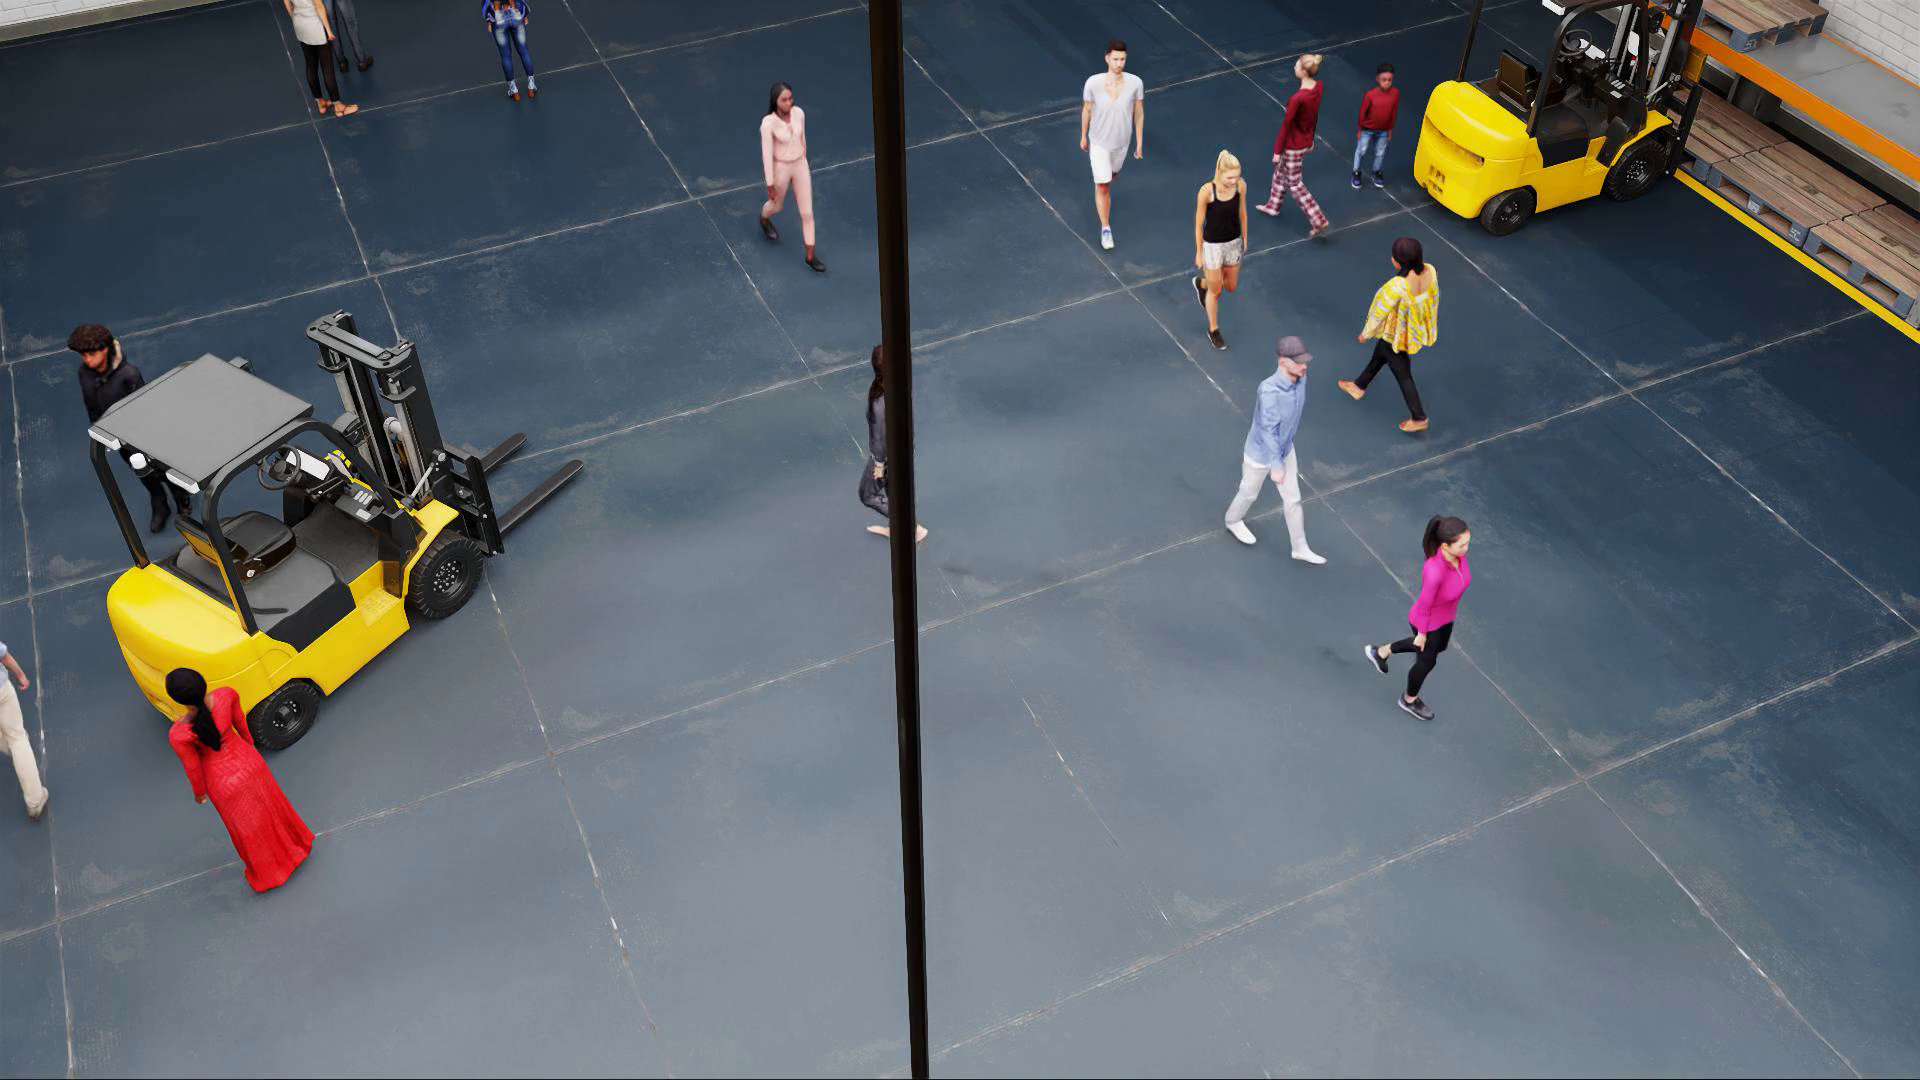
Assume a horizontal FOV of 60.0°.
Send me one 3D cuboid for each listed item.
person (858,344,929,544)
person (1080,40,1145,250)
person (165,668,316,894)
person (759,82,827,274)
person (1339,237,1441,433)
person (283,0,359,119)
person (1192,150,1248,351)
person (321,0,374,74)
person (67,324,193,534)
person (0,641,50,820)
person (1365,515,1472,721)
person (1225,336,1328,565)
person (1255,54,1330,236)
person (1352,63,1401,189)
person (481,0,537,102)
[{"bbox_3d":[-0.423,-0.617,11.674,0.897,1.761,0.835,15,46,16],"label":"person"},{"bbox_3d":[1.325,-3.610,14.779,0.973,1.812,1.317,-5,44,-5],"label":"person"},{"bbox_3d":[-4.189,1.360,9.585,0.776,1.791,0.732,19,47,19],"label":"person"},{"bbox_3d":[-1.550,-3.191,14.432,0.836,1.685,1.227,-29,51,-27],"label":"person"},{"bbox_3d":[3.432,-1.522,12.739,1.187,1.603,0.956,33,53,30],"label":"person"},{"bbox_3d":[-6.343,-5.008,16.238,0.661,1.824,0.744,18,47,18],"label":"person"},{"bbox_3d":[2.075,-2.449,13.549,0.696,1.827,0.908,-17,46,-17],"label":"person"},{"bbox_3d":[-6.398,-5.622,16.913,0.713,1.781,0.682,0,44,0],"label":"person"},{"bbox_3d":[-5.928,-0.861,11.927,0.753,1.766,0.796,4,44,4],"label":"person"},{"bbox_3d":[-5.884,0.960,9.977,0.715,1.819,1.052,-14,45,-14],"label":"person"},{"bbox_3d":[2.934,0.455,10.615,0.917,1.680,0.793,27,50,26],"label":"person"},{"bbox_3d":[2.117,-0.676,11.671,0.839,1.851,1.137,-30,51,-28],"label":"person"},{"bbox_3d":[3.057,-3.479,14.746,1.116,1.667,0.901,29,51,27],"label":"person"},{"bbox_3d":[3.858,-3.867,15.459,0.560,1.246,0.574,-5,44,-5],"label":"person"},{"bbox_3d":[-4.511,-5.170,16.558,0.611,1.618,0.536,-17,46,-17],"label":"person"}]
